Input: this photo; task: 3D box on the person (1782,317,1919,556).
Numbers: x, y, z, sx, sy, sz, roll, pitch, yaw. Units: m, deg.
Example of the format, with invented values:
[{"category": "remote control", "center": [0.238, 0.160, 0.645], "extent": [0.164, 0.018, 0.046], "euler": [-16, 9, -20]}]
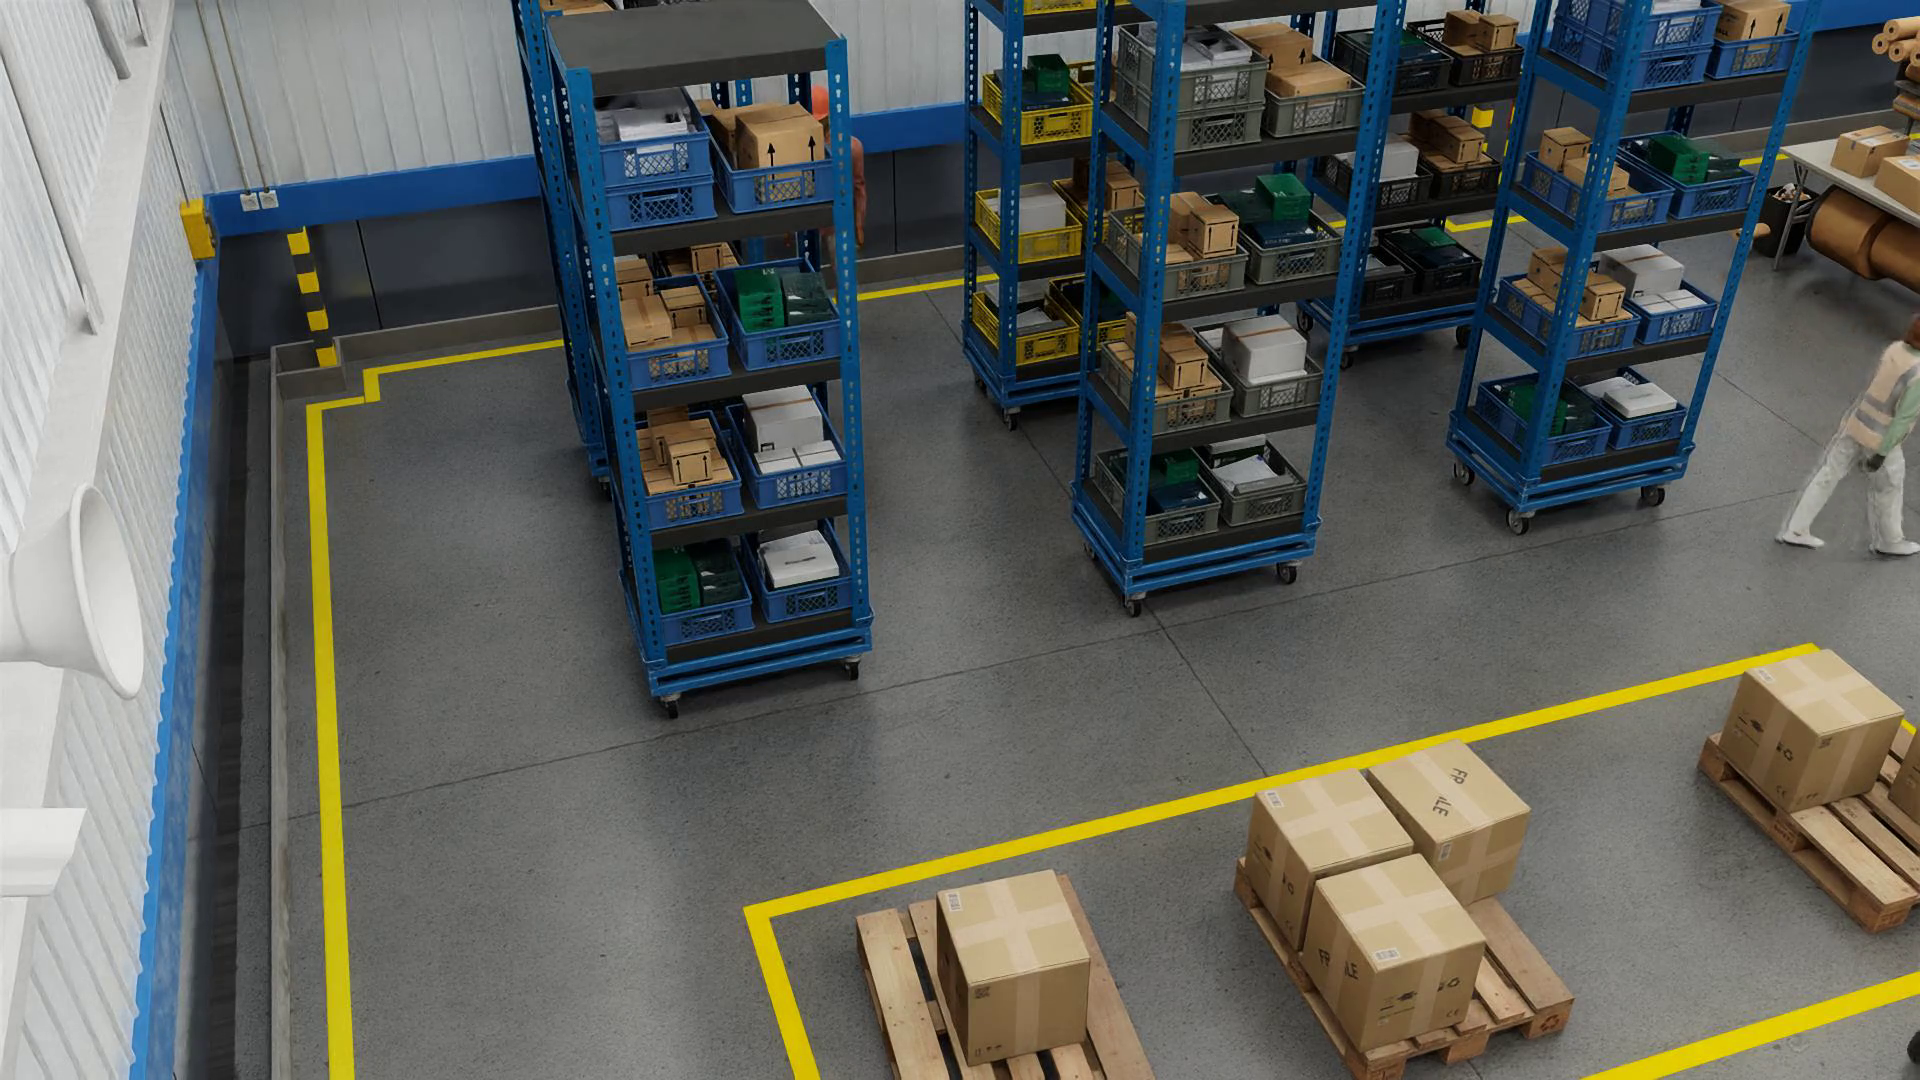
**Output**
[{"category": "person", "center": [5.441, -0.608, 9.750], "extent": [0.867, 1.580, 0.500], "euler": [0, 35, 0]}]

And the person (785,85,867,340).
[{"category": "person", "center": [-0.959, -2.235, 11.716], "extent": [0.612, 1.994, 0.395], "euler": [2, 35, 3]}]
